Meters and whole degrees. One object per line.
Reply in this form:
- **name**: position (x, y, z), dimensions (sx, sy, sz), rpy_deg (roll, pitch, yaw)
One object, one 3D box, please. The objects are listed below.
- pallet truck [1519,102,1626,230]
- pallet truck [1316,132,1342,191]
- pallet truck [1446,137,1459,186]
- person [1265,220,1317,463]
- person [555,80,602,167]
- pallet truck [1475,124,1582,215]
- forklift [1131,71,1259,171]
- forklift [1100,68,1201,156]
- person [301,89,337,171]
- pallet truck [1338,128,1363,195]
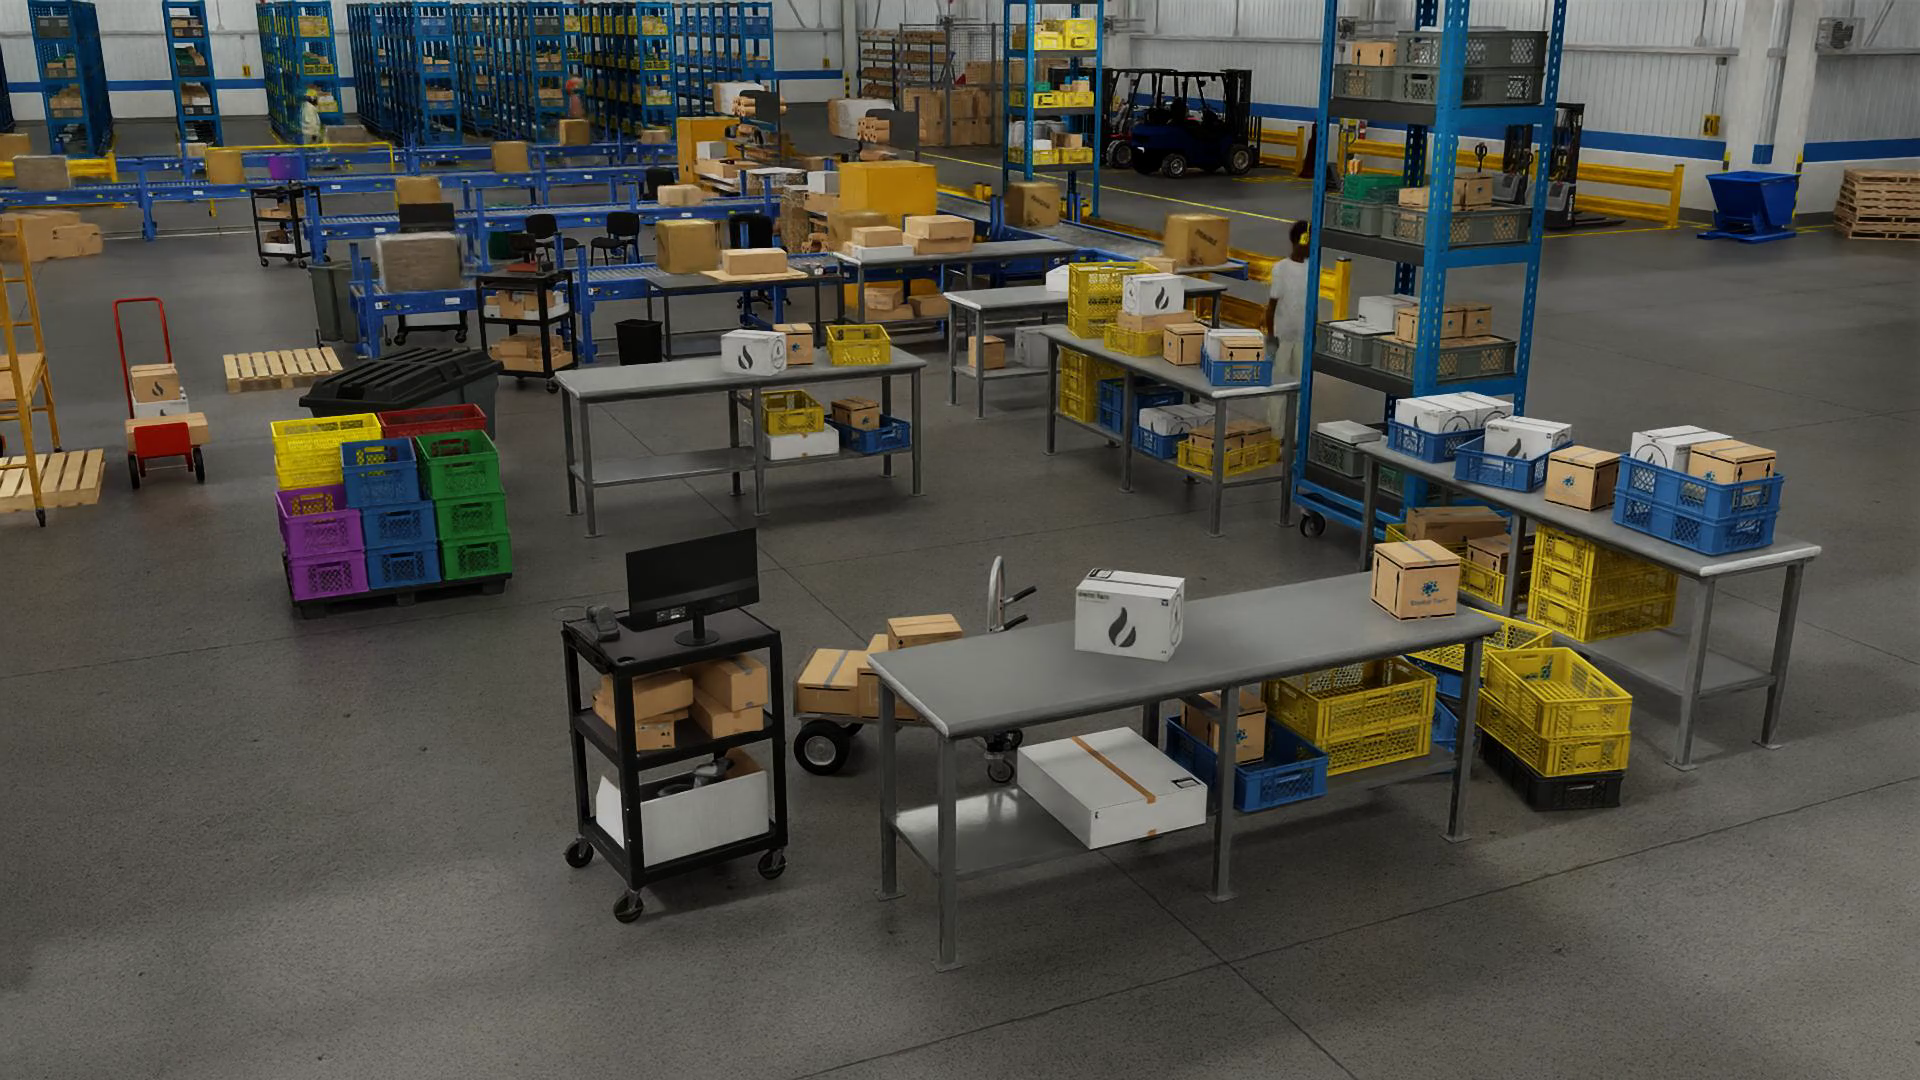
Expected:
- **pallet truck**: position (9.972, -6.037, 26.785), dimensions (1.885, 1.965, 0.823), rpy_deg (-9, 20, -25)
- **pallet truck**: position (7.723, -7.504, 32.656), dimensions (1.601, 1.201, 0.680), rpy_deg (-8, 19, -23)
- **pallet truck**: position (9.184, -6.485, 29.328), dimensions (1.630, 1.274, 0.653), rpy_deg (-8, 19, -23)
- **person**: position (2.529, -1.539, 12.881), dimensions (0.605, 1.841, 0.377), rpy_deg (-14, 22, -37)
- **person**: position (-8.439, -9.139, 36.656), dimensions (1.037, 1.946, 0.641), rpy_deg (-3, 18, -10)
- **pallet truck**: position (9.707, -6.455, 28.103), dimensions (1.885, 1.965, 0.823), rpy_deg (-7, 19, -20)
- **forklift**: position (4.998, -8.936, 35.413), dimensions (2.680, 1.987, 1.157), rpy_deg (-9, 20, -25)
- **forklift**: position (4.082, -9.564, 37.410), dimensions (2.680, 1.987, 1.157), rpy_deg (-8, 19, -23)
- **person**: position (-14.152, -8.877, 36.107), dimensions (0.967, 1.774, 0.641), rpy_deg (-7, 19, -22)
- **pallet truck**: position (7.845, -7.140, 31.411), dimensions (1.522, 1.261, 0.704), rpy_deg (-9, 20, -25)
